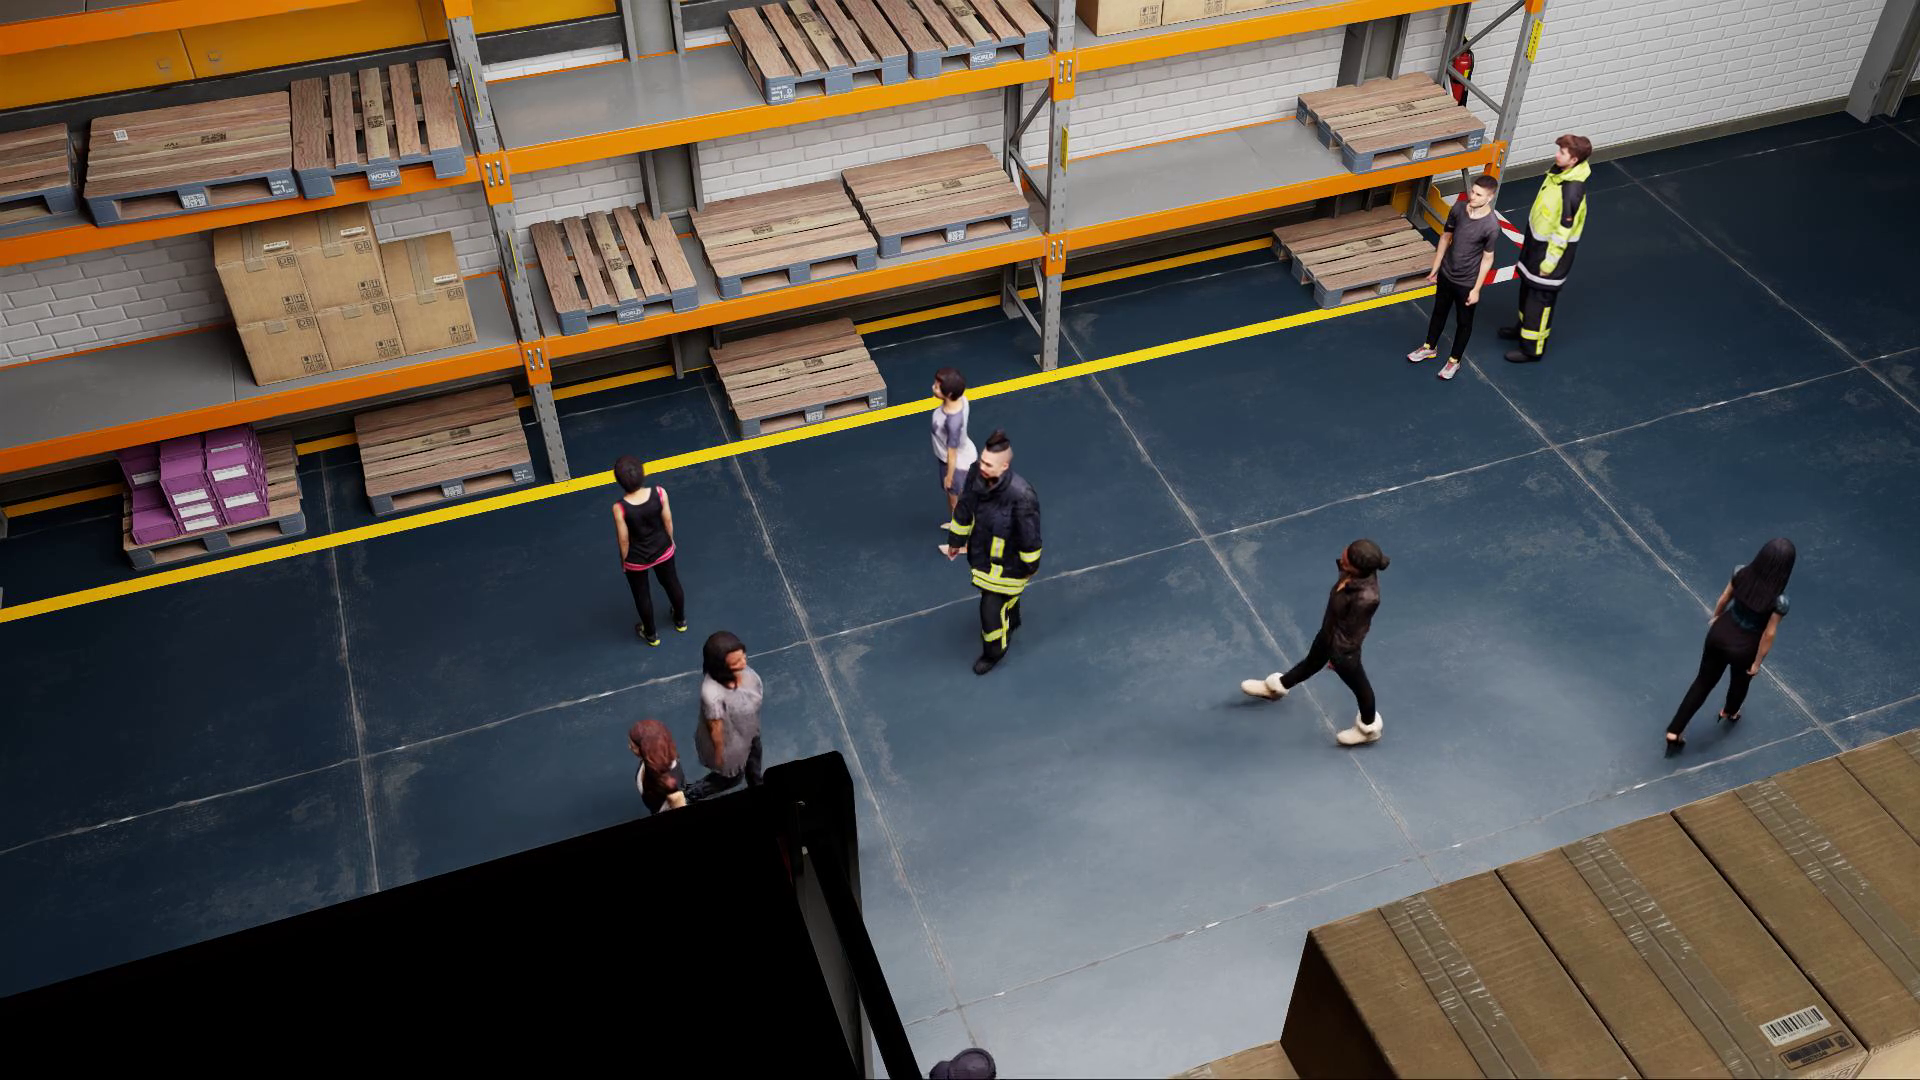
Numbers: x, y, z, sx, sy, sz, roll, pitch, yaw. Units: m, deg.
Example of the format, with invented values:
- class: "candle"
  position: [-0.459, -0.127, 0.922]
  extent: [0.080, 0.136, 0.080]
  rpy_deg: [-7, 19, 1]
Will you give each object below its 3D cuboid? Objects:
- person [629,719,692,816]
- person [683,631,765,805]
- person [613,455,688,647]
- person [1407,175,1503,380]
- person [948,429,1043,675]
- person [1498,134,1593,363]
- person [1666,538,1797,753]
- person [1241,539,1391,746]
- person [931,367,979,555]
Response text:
- class: "person"
  position: [-1.491, 1.571, 9.223]
  extent: [1.043, 1.767, 0.576]
  rpy_deg: [-15, 46, -15]
- class: "person"
  position: [-1.439, 1.101, 9.850]
  extent: [1.015, 1.584, 0.839]
  rpy_deg: [0, 44, 0]
- class: "person"
  position: [-2.066, 0.059, 10.968]
  extent: [0.508, 1.551, 0.647]
  rpy_deg: [-25, 49, -24]
- class: "person"
  position: [3.941, -2.082, 13.061]
  extent: [0.670, 1.764, 0.700]
  rpy_deg: [-30, 51, -28]
- class: "person"
  position: [0.328, -0.011, 10.825]
  extent: [0.900, 1.849, 0.861]
  rpy_deg: [-29, 51, -27]
- class: "person"
  position: [4.671, -2.315, 13.149]
  extent: [0.818, 1.979, 0.855]
  rpy_deg: [3, 44, 3]
- class: "person"
  position: [4.700, 0.677, 10.208]
  extent: [0.984, 1.703, 0.732]
  rpy_deg: [-25, 49, -24]
- class: "person"
  position: [2.220, 0.631, 10.301]
  extent: [1.203, 1.643, 0.940]
  rpy_deg: [-2, 44, -2]
- class: "person"
  position: [-0.020, -0.566, 11.616]
  extent: [0.644, 1.562, 0.643]
  rpy_deg: [0, 44, 0]
